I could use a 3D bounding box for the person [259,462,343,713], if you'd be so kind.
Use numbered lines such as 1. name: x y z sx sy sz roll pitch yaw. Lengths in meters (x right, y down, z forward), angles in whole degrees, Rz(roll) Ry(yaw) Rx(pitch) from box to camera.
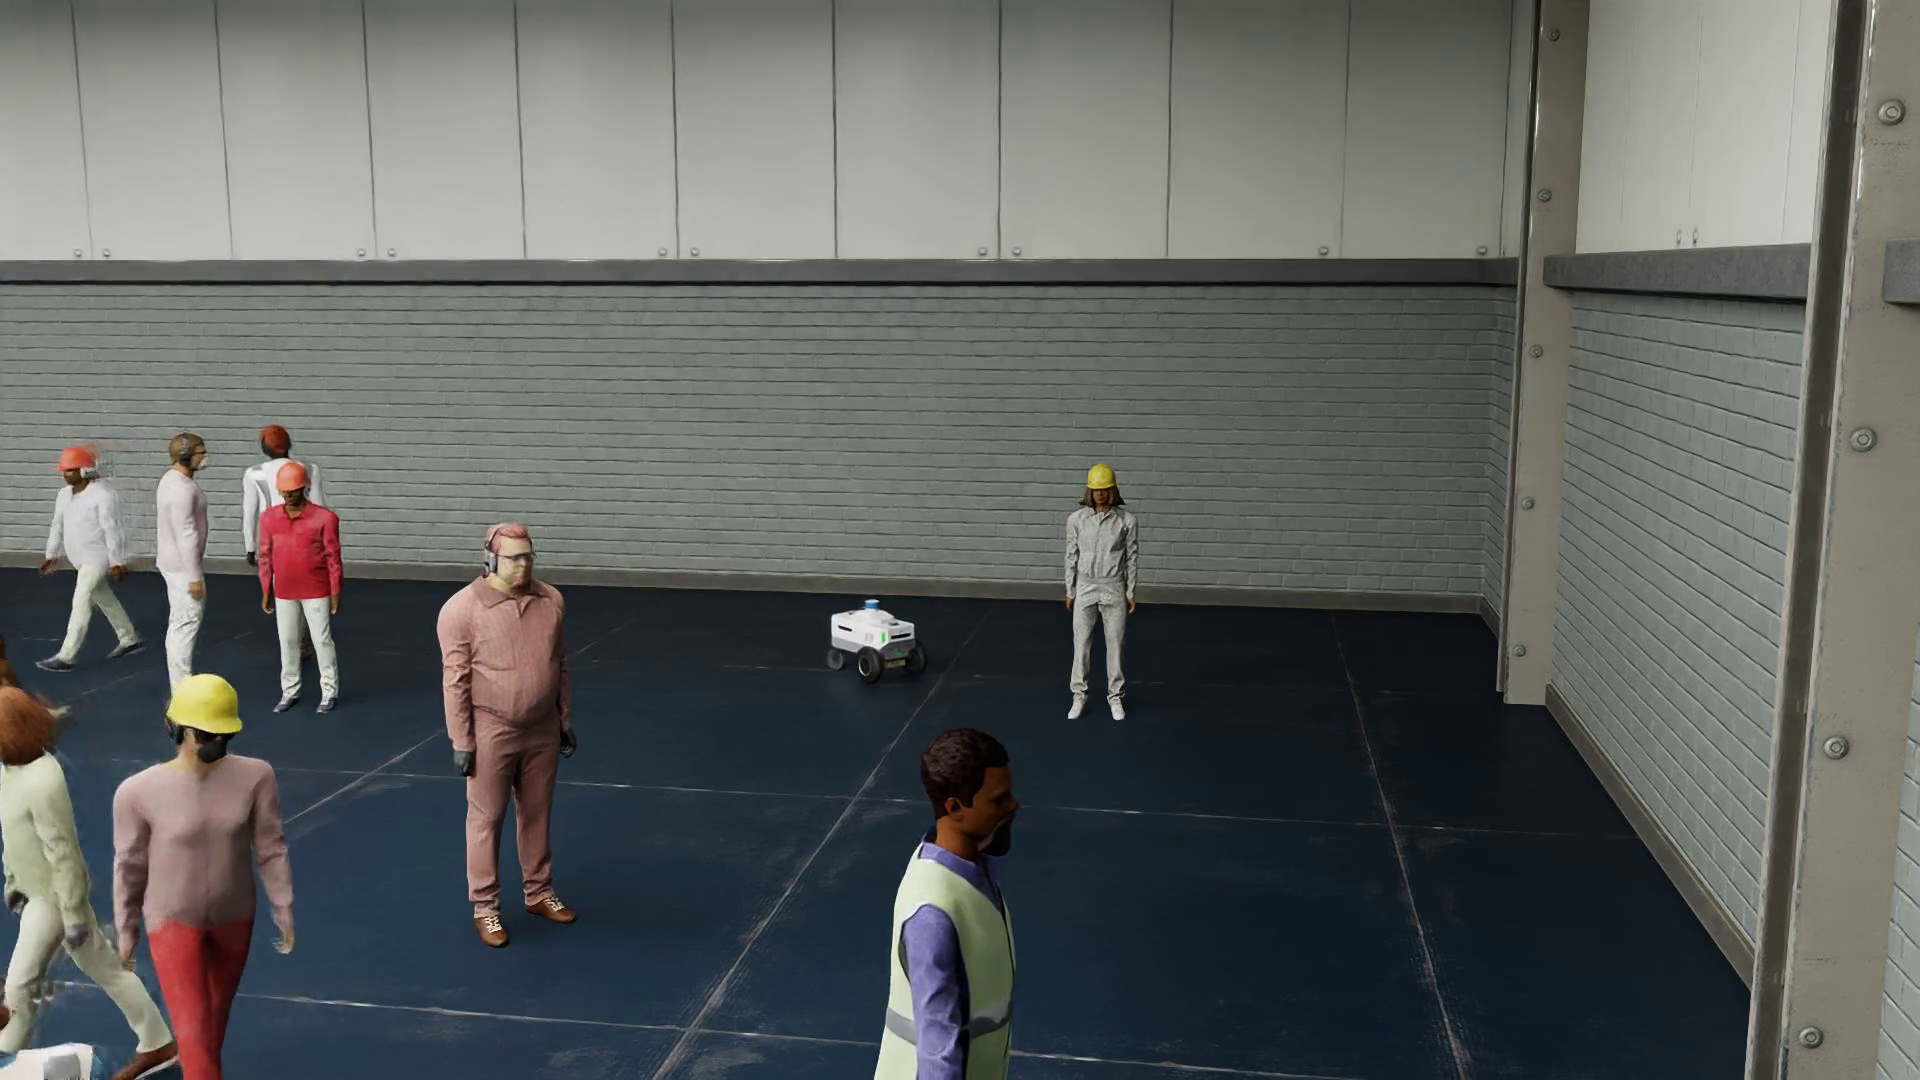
1. person: -4.523 0.328 11.392 0.571 1.743 0.352 1 9 3

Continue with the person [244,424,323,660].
1. person: -5.282 0.014 13.051 0.590 1.846 0.954 -6 11 -31

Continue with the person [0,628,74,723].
1. person: -6.378 0.328 10.657 1.062 1.982 0.632 -2 9 -14

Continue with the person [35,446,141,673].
1. person: -6.698 0.132 12.725 0.576 1.702 0.921 6 11 31

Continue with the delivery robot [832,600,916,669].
1. delivery robot: -0.656 0.693 12.501 0.477 0.478 0.707 -8 12 -39

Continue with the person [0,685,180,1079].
1. person: -3.292 1.281 5.994 0.841 1.582 0.528 -7 11 -36

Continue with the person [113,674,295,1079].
1. person: -2.530 1.281 5.608 0.532 1.701 0.930 -8 12 -41

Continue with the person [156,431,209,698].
1. person: -5.381 0.208 11.573 0.380 1.930 0.626 -5 10 -27

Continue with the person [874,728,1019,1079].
1. person: -0.021 1.407 4.198 0.391 1.918 0.587 1 9 5

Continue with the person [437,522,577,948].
1. person: -2.026 0.864 7.580 0.409 1.909 0.639 8 12 42

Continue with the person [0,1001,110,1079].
1. person: -2.029 1.663 3.572 0.612 1.612 0.324 -4 10 -25

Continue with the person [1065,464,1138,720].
1. person: 0.952 0.355 11.222 0.493 1.743 0.297 1 9 6
